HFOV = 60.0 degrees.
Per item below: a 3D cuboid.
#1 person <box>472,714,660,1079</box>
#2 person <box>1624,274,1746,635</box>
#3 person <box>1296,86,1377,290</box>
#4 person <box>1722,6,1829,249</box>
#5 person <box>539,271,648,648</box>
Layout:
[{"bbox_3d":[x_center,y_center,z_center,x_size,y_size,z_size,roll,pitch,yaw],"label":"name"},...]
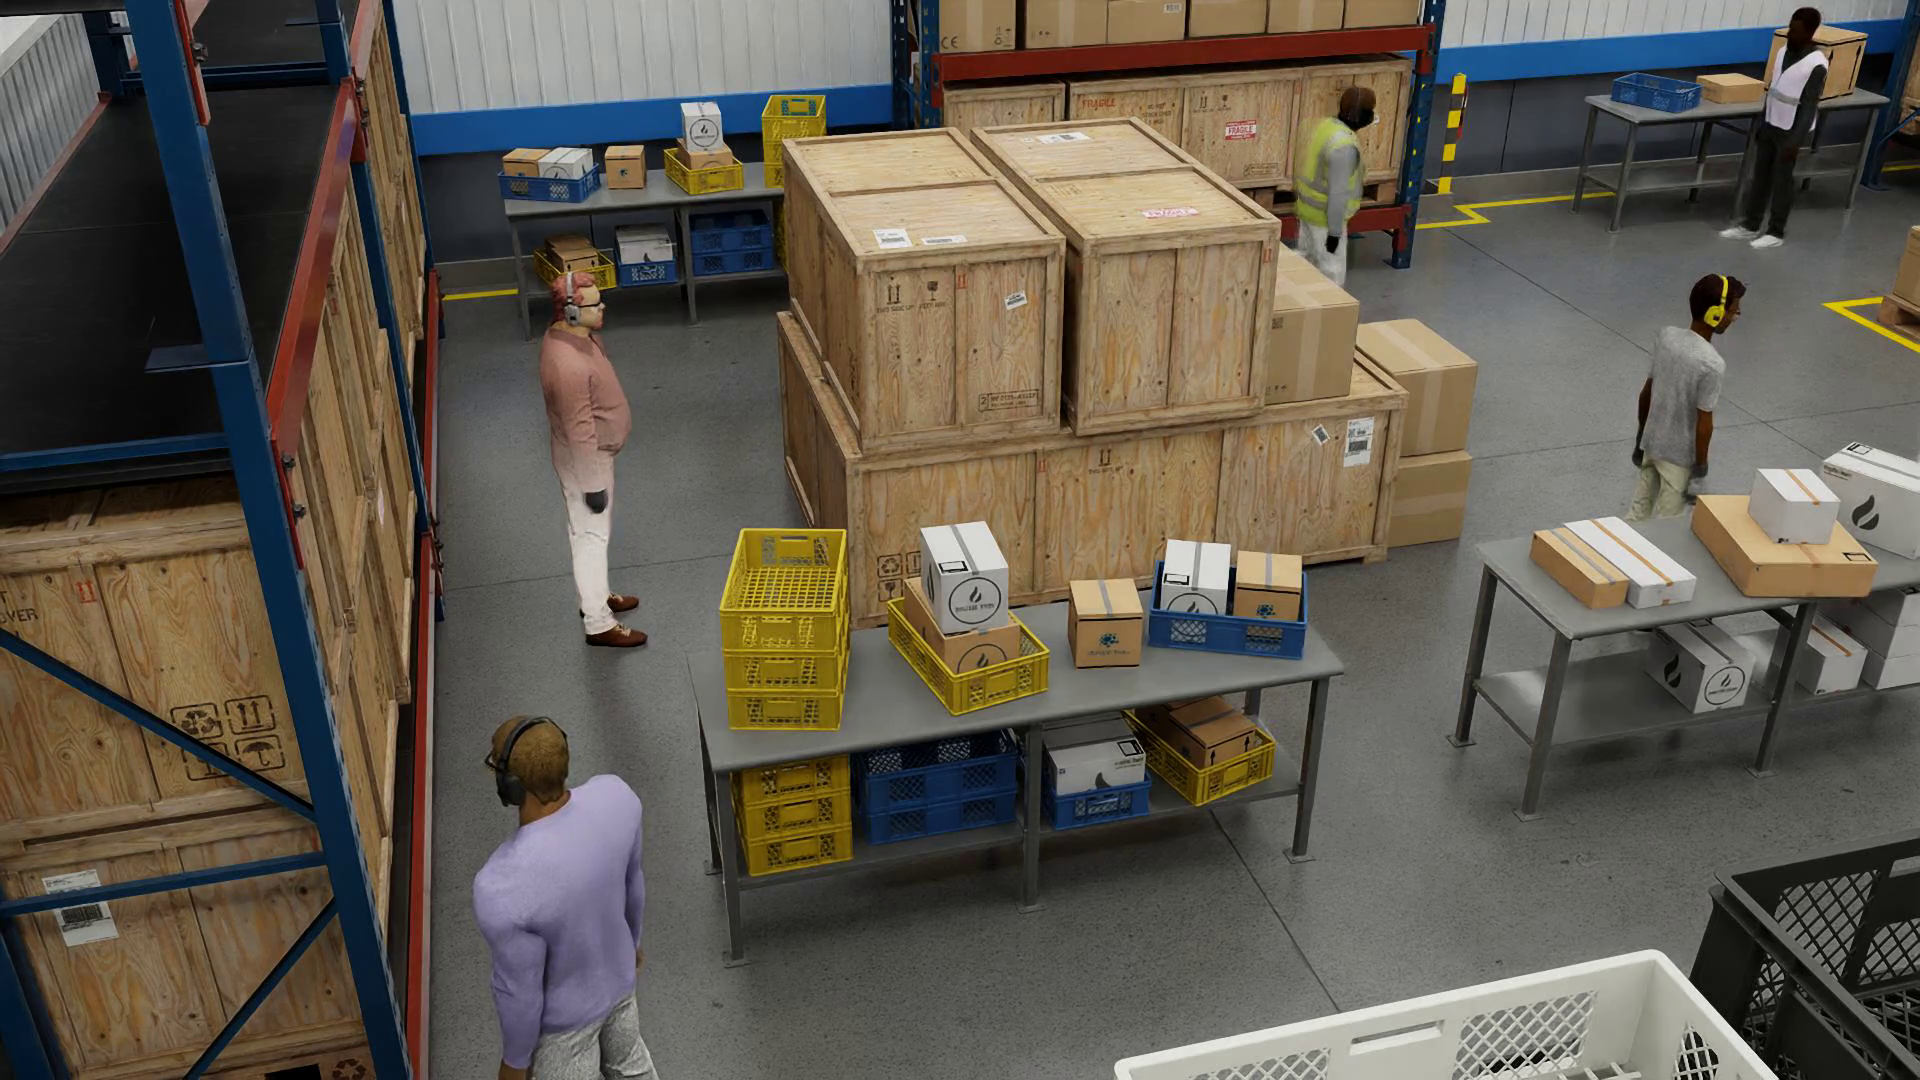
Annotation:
[{"bbox_3d":[-1.143,1.342,4.936,0.355,1.937,0.635,14,32,23],"label":"person"},{"bbox_3d":[3.520,-0.417,8.211,0.335,1.861,0.521,-6,29,-11],"label":"person"},{"bbox_3d":[2.605,-2.247,11.601,0.599,1.818,0.627,-2,29,-3],"label":"person"},{"bbox_3d":[6.654,-3.323,13.429,0.386,1.915,0.594,-4,29,-7],"label":"person"},{"bbox_3d":[-1.791,-0.396,8.124,0.401,1.910,0.642,-6,29,-11],"label":"person"}]
